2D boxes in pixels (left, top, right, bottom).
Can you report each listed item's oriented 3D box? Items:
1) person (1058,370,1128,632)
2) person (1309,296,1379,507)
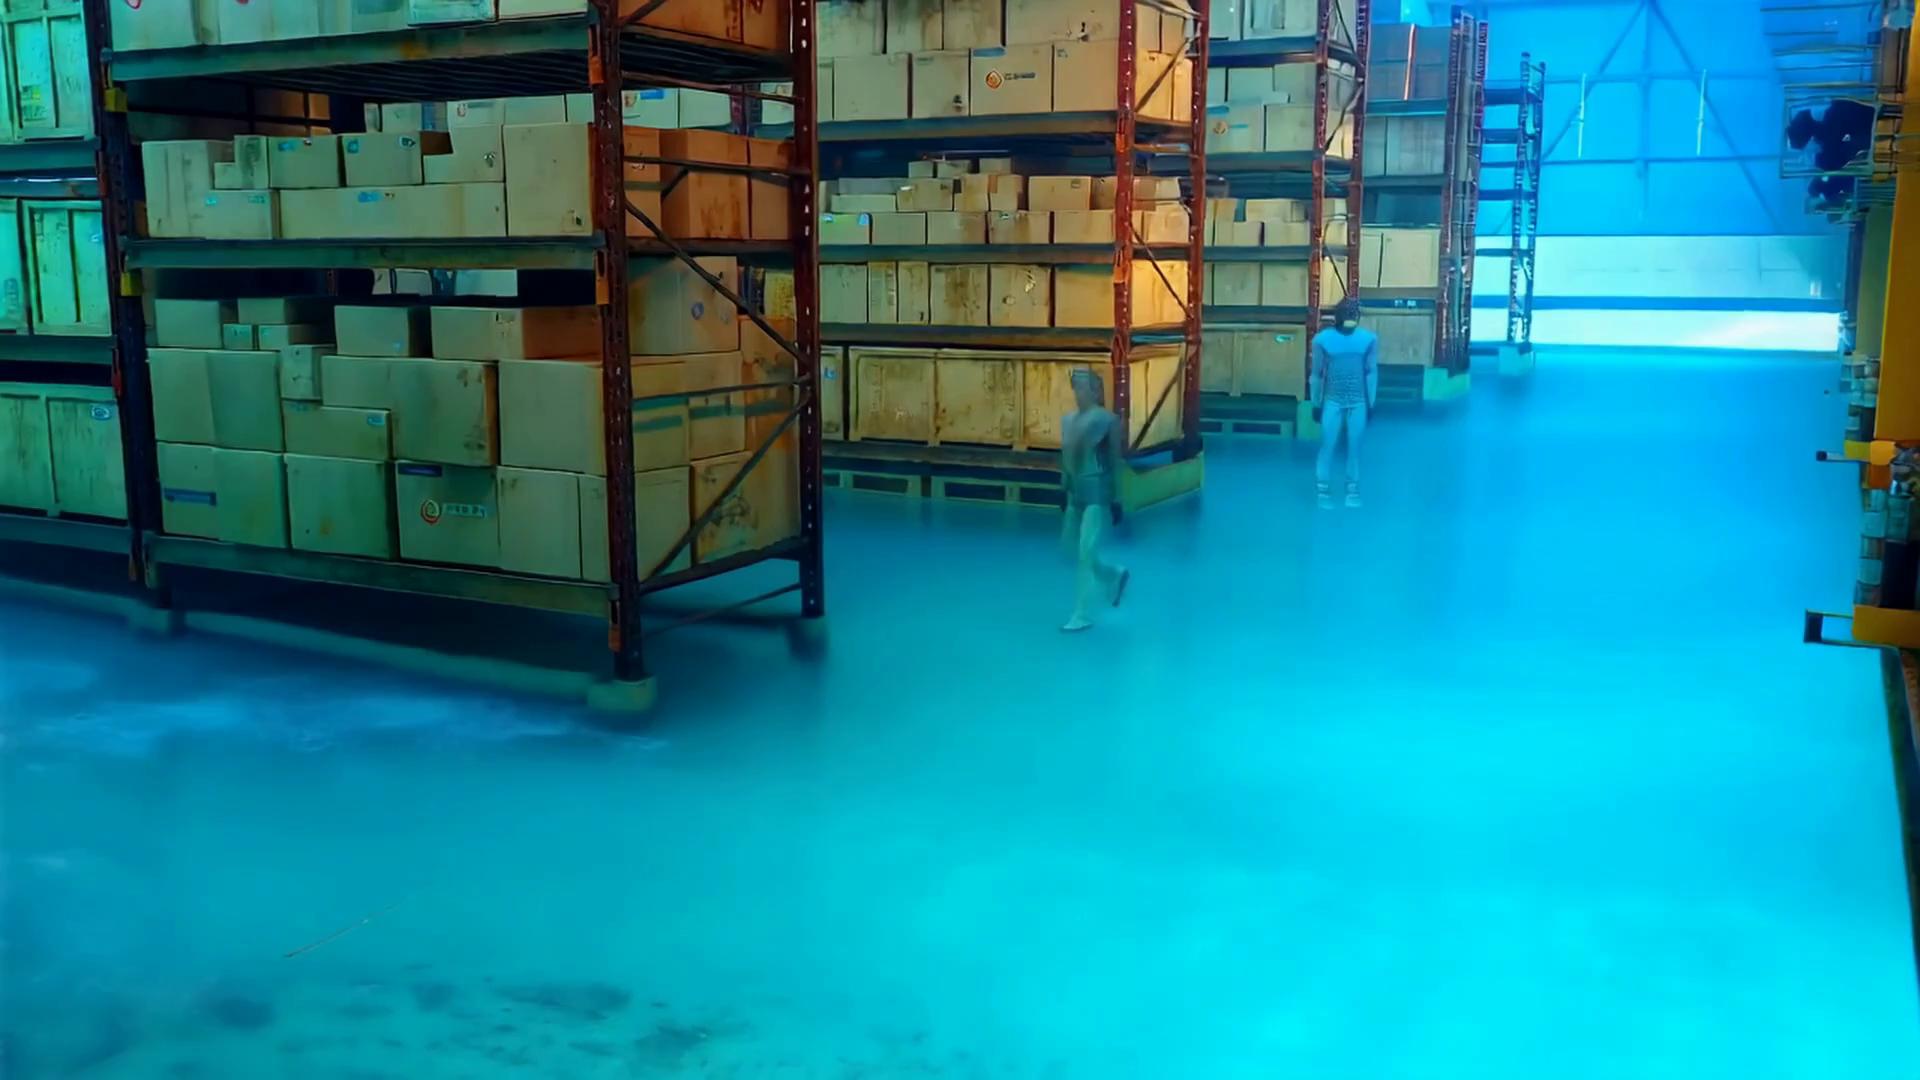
[{"bbox_3d":[0.852,-0.259,10.404,0.635,1.621,0.523,-8,13,-40],"label":"person"},{"bbox_3d":[3.519,-1.262,15.280,0.635,1.936,0.356,-1,10,-6],"label":"person"}]
